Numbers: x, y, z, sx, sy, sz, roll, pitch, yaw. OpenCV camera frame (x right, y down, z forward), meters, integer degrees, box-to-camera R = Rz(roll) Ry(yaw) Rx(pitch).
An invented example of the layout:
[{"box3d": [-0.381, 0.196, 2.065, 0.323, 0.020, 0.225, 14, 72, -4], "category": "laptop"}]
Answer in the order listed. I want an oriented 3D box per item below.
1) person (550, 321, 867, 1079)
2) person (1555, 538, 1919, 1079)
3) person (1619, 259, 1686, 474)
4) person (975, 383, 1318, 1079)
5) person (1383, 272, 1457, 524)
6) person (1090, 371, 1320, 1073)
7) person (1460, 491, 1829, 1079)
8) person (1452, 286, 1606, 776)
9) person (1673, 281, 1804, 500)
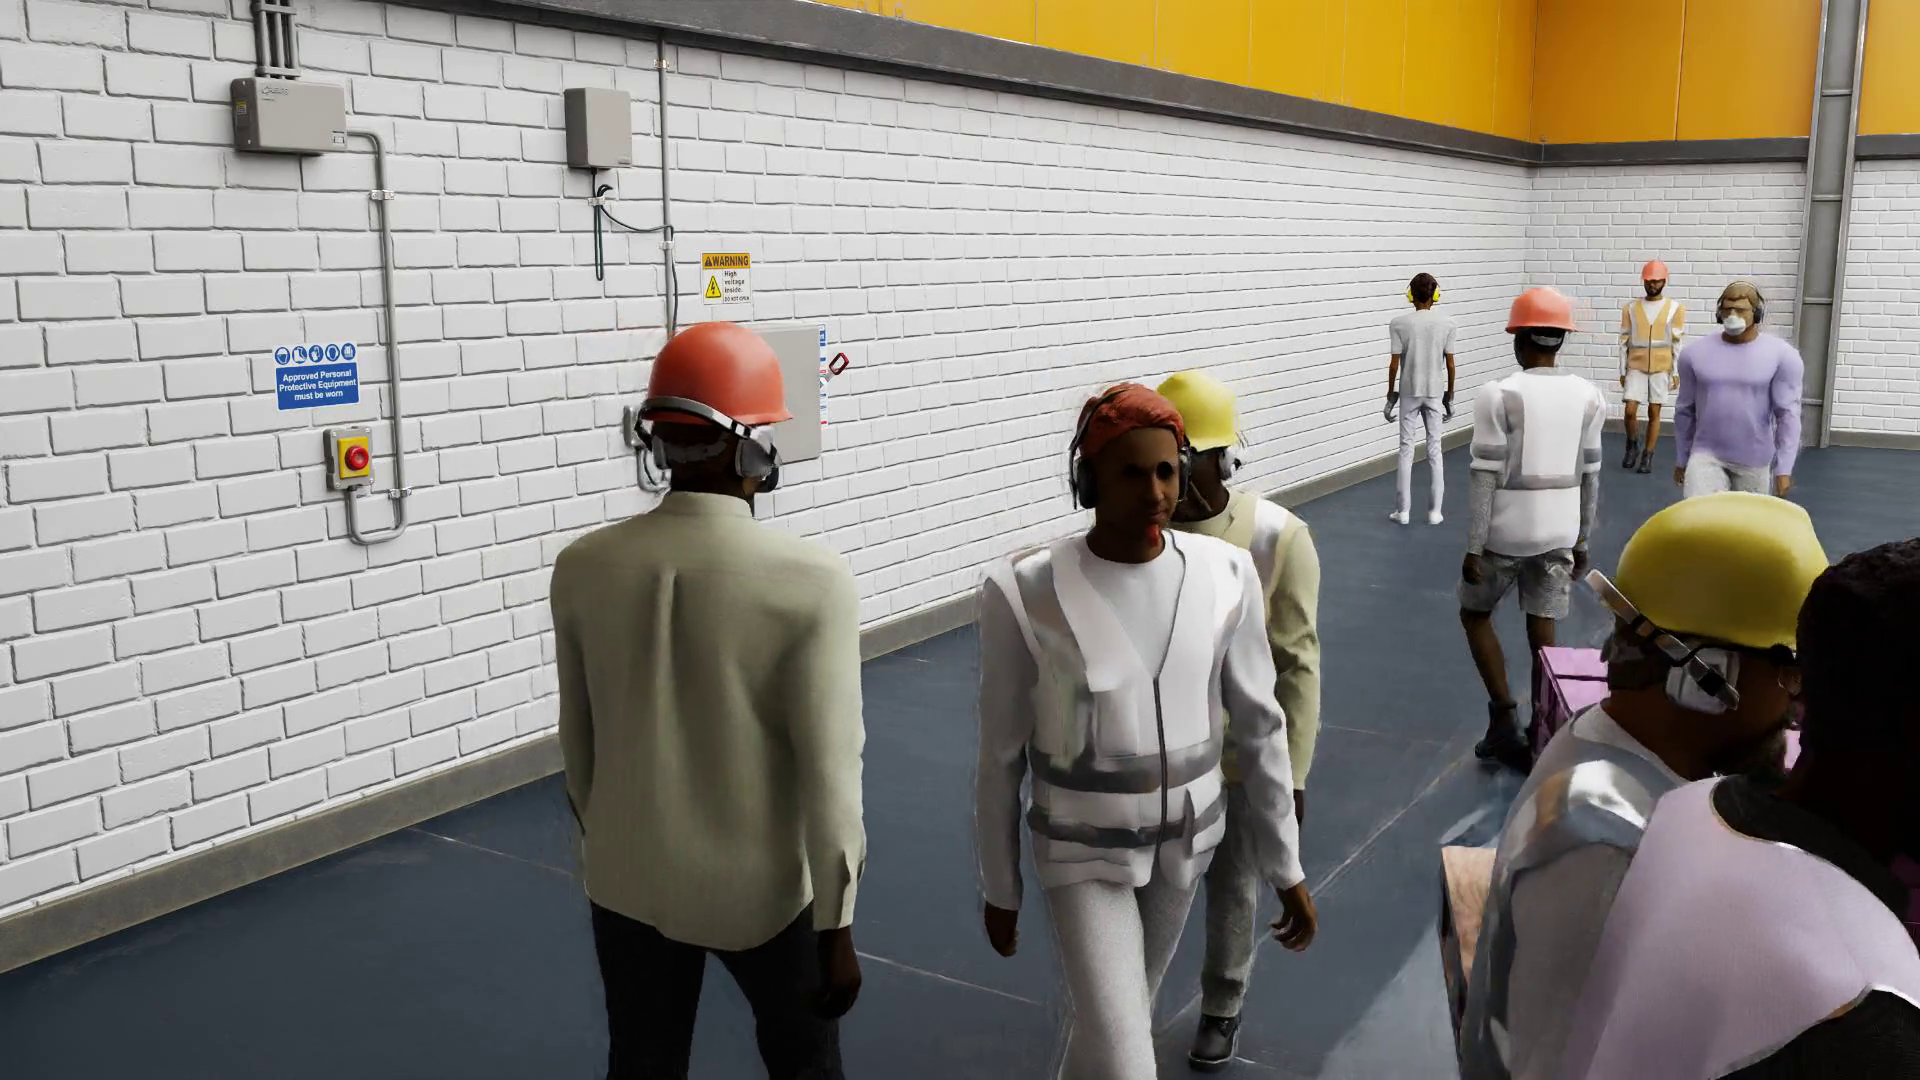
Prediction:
[{"box3d": [-0.415, 0.578, 3.105, 0.653, 1.946, 0.981, 3, 11, 18], "category": "person"}, {"box3d": [0.674, 0.888, 1.771, 1.132, 1.835, 0.618, 2, 10, 13], "category": "person"}, {"box3d": [6.213, -1.554, 14.979, 0.539, 1.925, 0.405, 5, 11, 25], "category": "person"}, {"box3d": [0.349, 0.624, 3.177, 0.595, 1.832, 0.980, -4, 11, -22], "category": "person"}, {"box3d": [3.412, -1.042, 12.337, 0.517, 1.865, 0.327, 1, 10, 8], "category": "person"}, {"box3d": [0.534, 0.505, 3.948, 0.614, 1.786, 0.899, 4, 11, 22], "category": "person"}, {"box3d": [0.890, 0.836, 2.073, 0.534, 1.804, 0.606, 5, 11, 24], "category": "person"}, {"box3d": [2.234, -0.025, 6.534, 0.565, 1.919, 0.451, -2, 10, -10], "category": "person"}, {"box3d": [4.147, -0.435, 8.915, 0.647, 1.893, 1.011, 7, 13, 35], "category": "person"}]
